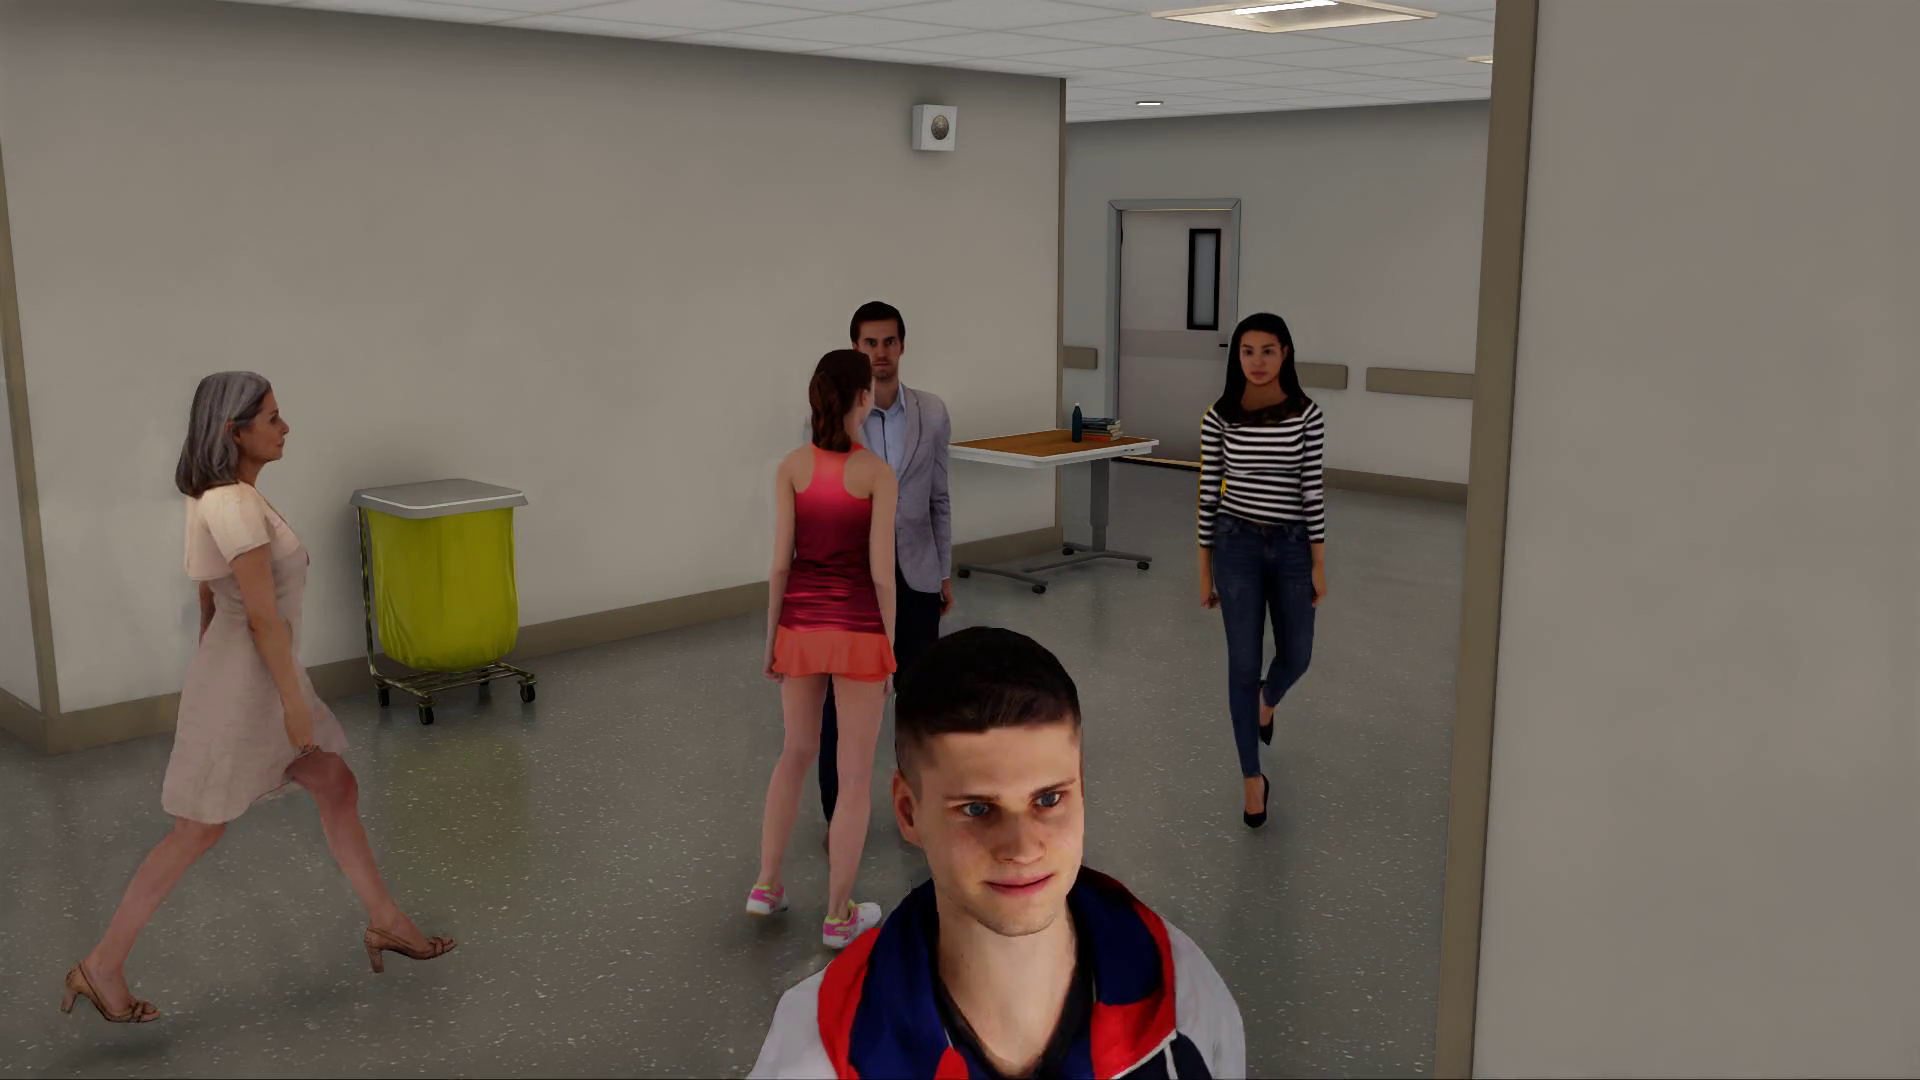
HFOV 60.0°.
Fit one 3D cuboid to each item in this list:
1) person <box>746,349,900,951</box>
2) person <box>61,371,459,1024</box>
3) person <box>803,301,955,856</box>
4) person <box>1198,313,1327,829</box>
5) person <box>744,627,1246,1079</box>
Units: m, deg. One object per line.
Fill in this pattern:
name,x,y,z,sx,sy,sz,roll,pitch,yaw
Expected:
person,-0.392,0.321,4.889,0.697,1.732,0.785,3,11,17
person,-1.924,0.468,4.257,0.925,1.679,1.217,-5,12,-27
person,-0.265,0.121,5.619,0.763,1.851,0.748,-3,11,-16
person,1.079,0.099,5.900,0.944,1.774,0.963,1,11,8
person,0.030,0.931,1.635,0.763,1.746,0.788,-2,11,-12
